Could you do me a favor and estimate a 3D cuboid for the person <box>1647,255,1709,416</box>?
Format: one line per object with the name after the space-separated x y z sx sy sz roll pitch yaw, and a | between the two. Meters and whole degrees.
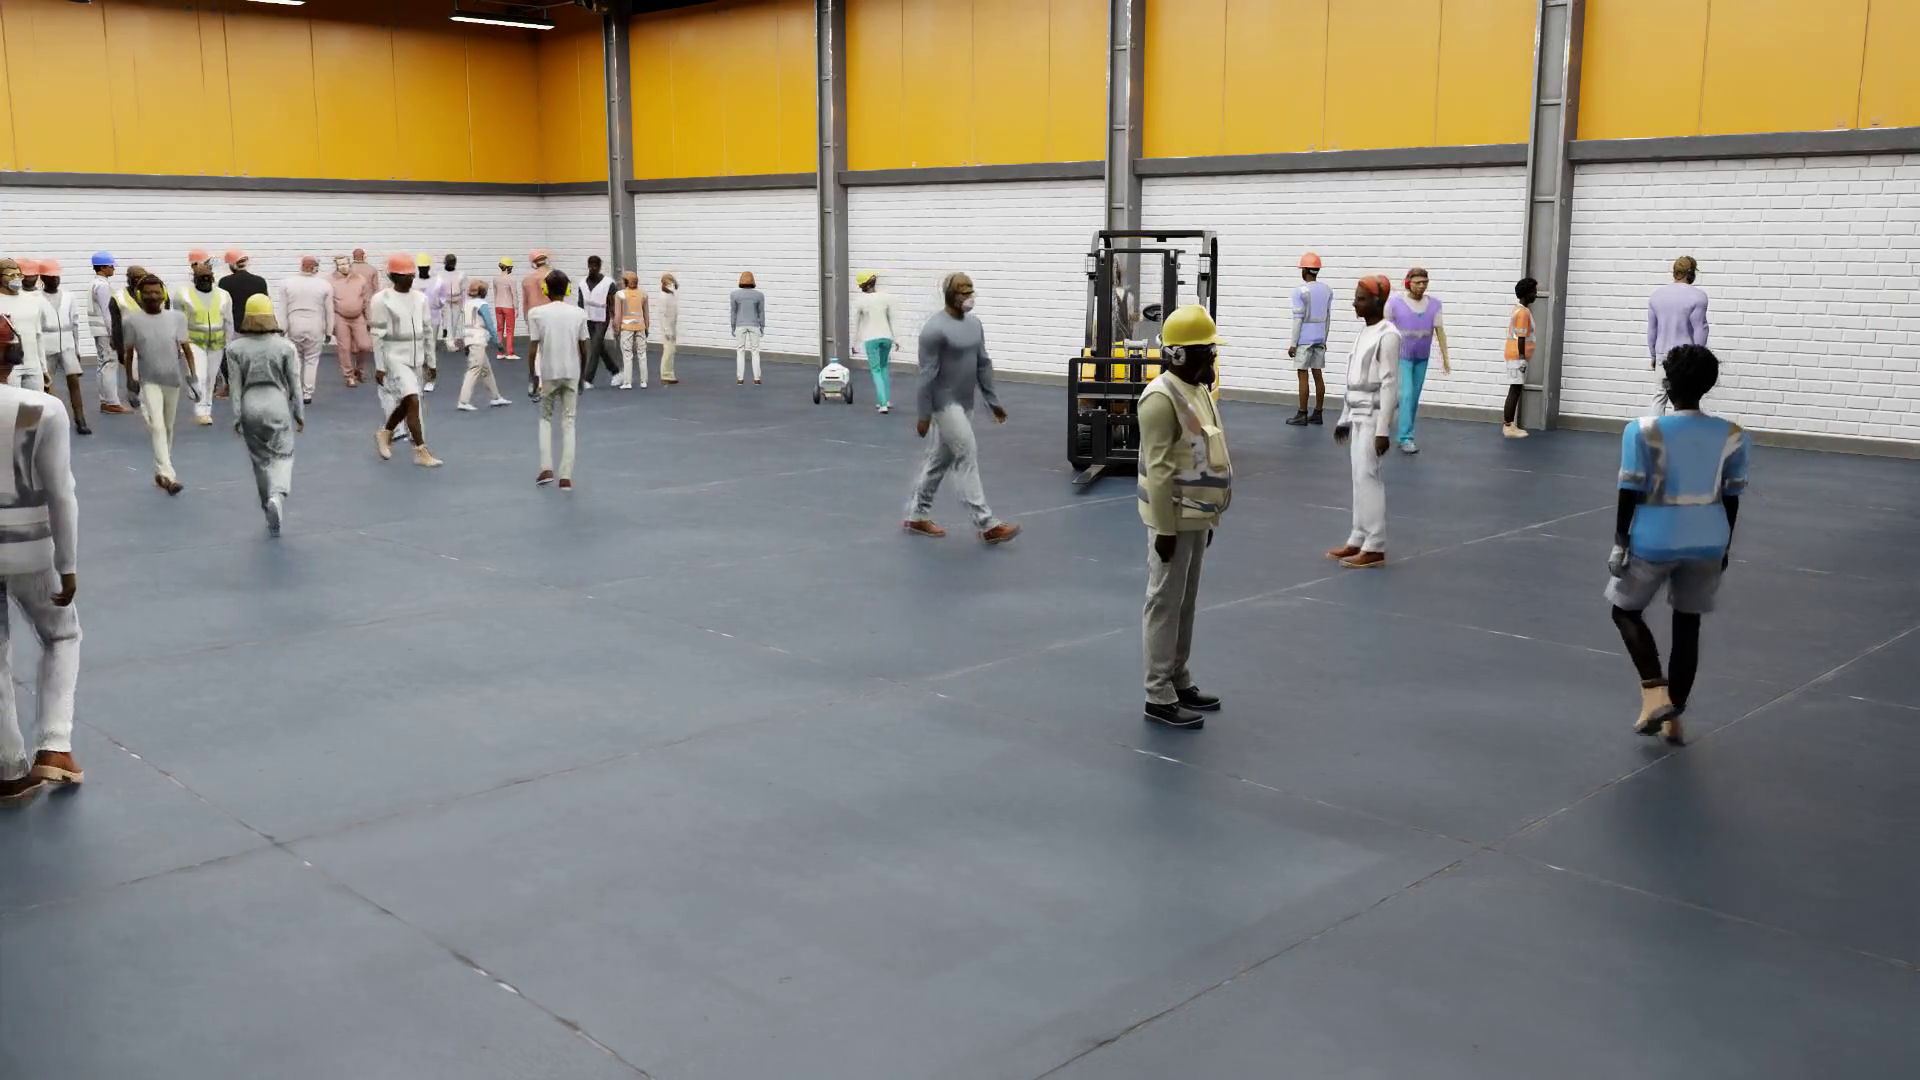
6.930 -1.769 16.072 0.371 1.940 0.630 -6 12 -31 | person

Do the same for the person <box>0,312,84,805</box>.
-3.594 0.064 6.267 0.580 1.864 0.432 -2 11 -11 | person

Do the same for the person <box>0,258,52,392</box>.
-8.193 -1.470 14.438 0.356 1.938 0.638 4 11 20 | person

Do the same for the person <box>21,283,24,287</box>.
-11.412 -2.456 20.258 0.948 1.781 0.606 10 14 43 | person

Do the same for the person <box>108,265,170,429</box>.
-9.063 -2.146 18.471 0.650 1.818 0.593 -7 13 -35 | person

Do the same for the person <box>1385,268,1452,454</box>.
4.466 -1.741 16.268 0.588 1.812 0.809 -3 11 -14 | person

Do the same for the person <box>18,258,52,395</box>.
-10.396 -2.216 18.675 0.545 1.890 1.017 -4 11 -22 | person

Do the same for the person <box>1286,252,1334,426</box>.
3.916 -2.251 18.701 0.544 1.939 0.354 -6 12 -31 | person

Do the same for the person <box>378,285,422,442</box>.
-5.769 -1.802 17.107 0.490 1.621 0.541 5 12 25 | person

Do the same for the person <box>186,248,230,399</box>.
-9.818 -2.795 21.604 0.816 1.954 0.631 -2 11 -8 | person

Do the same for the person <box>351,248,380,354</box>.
-10.757 -4.282 29.890 0.642 1.903 0.402 -3 11 -18 | person

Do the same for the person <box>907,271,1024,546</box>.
0.009 -0.910 11.545 1.004 1.884 0.633 6 12 28 | person

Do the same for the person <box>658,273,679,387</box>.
-4.082 -2.986 23.639 0.334 1.598 0.643 3 11 15 | person

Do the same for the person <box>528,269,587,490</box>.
-3.398 -1.354 14.066 0.521 1.840 0.624 -3 11 -17 | person

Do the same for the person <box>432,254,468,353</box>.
-9.341 -4.323 30.424 0.637 1.800 0.897 -5 12 -27 | person

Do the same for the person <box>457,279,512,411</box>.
-5.895 -2.393 20.415 0.782 1.598 0.516 -8 13 -37 | person

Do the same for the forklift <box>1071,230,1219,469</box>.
1.804 -1.825 15.677 1.214 2.155 2.313 2 11 13 | forklift

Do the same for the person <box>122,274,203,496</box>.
-6.605 -1.286 13.807 0.522 1.812 1.013 -9 14 -40 | person

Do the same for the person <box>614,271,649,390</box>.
-4.548 -2.908 23.080 0.522 1.645 0.306 -7 13 -35 | person

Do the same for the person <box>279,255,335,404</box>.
-8.285 -2.669 21.146 0.672 1.878 0.520 -3 11 -15 | person

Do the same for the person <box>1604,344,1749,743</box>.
2.984 0.026 6.955 0.555 1.684 0.364 0 10 -1 | person

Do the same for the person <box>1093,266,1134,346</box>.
1.764 -2.270 19.205 0.526 1.798 0.960 -7 13 -35 | person

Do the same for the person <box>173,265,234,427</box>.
-8.438 -2.171 18.664 0.657 1.791 0.836 -9 14 -42 | person

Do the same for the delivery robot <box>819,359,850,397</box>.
-1.601 -2.073 21.246 0.477 0.478 0.707 0 10 1 | delivery robot

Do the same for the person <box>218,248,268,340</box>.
-9.060 -2.711 21.111 0.691 1.969 0.555 -8 13 -36 | person

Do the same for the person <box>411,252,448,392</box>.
-7.366 -3.025 22.999 0.597 1.905 0.791 0 10 -2 | person

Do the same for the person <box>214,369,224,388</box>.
-10.436 -2.901 23.095 0.543 1.613 0.385 -1 10 -5 | person

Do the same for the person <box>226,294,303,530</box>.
-5.015 -0.916 12.017 0.490 1.717 0.703 -3 11 -14 | person

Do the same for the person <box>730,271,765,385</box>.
-3.041 -3.027 23.798 0.490 1.623 0.299 -2 11 -9 | person

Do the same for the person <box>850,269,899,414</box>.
-1.035 -2.389 19.999 0.555 1.722 0.564 -4 11 -23 | person

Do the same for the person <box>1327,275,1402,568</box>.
2.638 -0.764 10.748 0.375 1.880 0.594 0 10 -2 | person

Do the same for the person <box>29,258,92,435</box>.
-9.789 -2.084 17.946 0.987 1.891 0.567 9 13 39 | person

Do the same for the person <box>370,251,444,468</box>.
-5.218 -1.685 15.488 0.990 2.001 0.615 6 12 31 | person

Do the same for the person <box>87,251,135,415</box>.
-10.190 -2.473 19.879 0.388 1.947 0.614 -8 13 -37 | person

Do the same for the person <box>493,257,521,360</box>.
-7.798 -3.981 28.630 0.518 1.756 0.344 5 12 26 | person

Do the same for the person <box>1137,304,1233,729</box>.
0.987 -0.110 7.306 0.403 1.834 0.590 5 11 25 | person

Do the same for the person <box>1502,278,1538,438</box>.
5.916 -1.919 17.573 0.321 1.690 0.529 4 11 19 | person

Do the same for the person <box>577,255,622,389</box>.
-5.054 -3.067 23.378 0.612 1.861 0.957 5 12 26 | person

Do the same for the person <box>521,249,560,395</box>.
-5.579 -2.935 22.410 0.710 1.945 0.512 3 11 16 | person

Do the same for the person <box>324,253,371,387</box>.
-8.582 -3.074 23.367 0.652 1.883 0.430 -8 13 -37 | person
